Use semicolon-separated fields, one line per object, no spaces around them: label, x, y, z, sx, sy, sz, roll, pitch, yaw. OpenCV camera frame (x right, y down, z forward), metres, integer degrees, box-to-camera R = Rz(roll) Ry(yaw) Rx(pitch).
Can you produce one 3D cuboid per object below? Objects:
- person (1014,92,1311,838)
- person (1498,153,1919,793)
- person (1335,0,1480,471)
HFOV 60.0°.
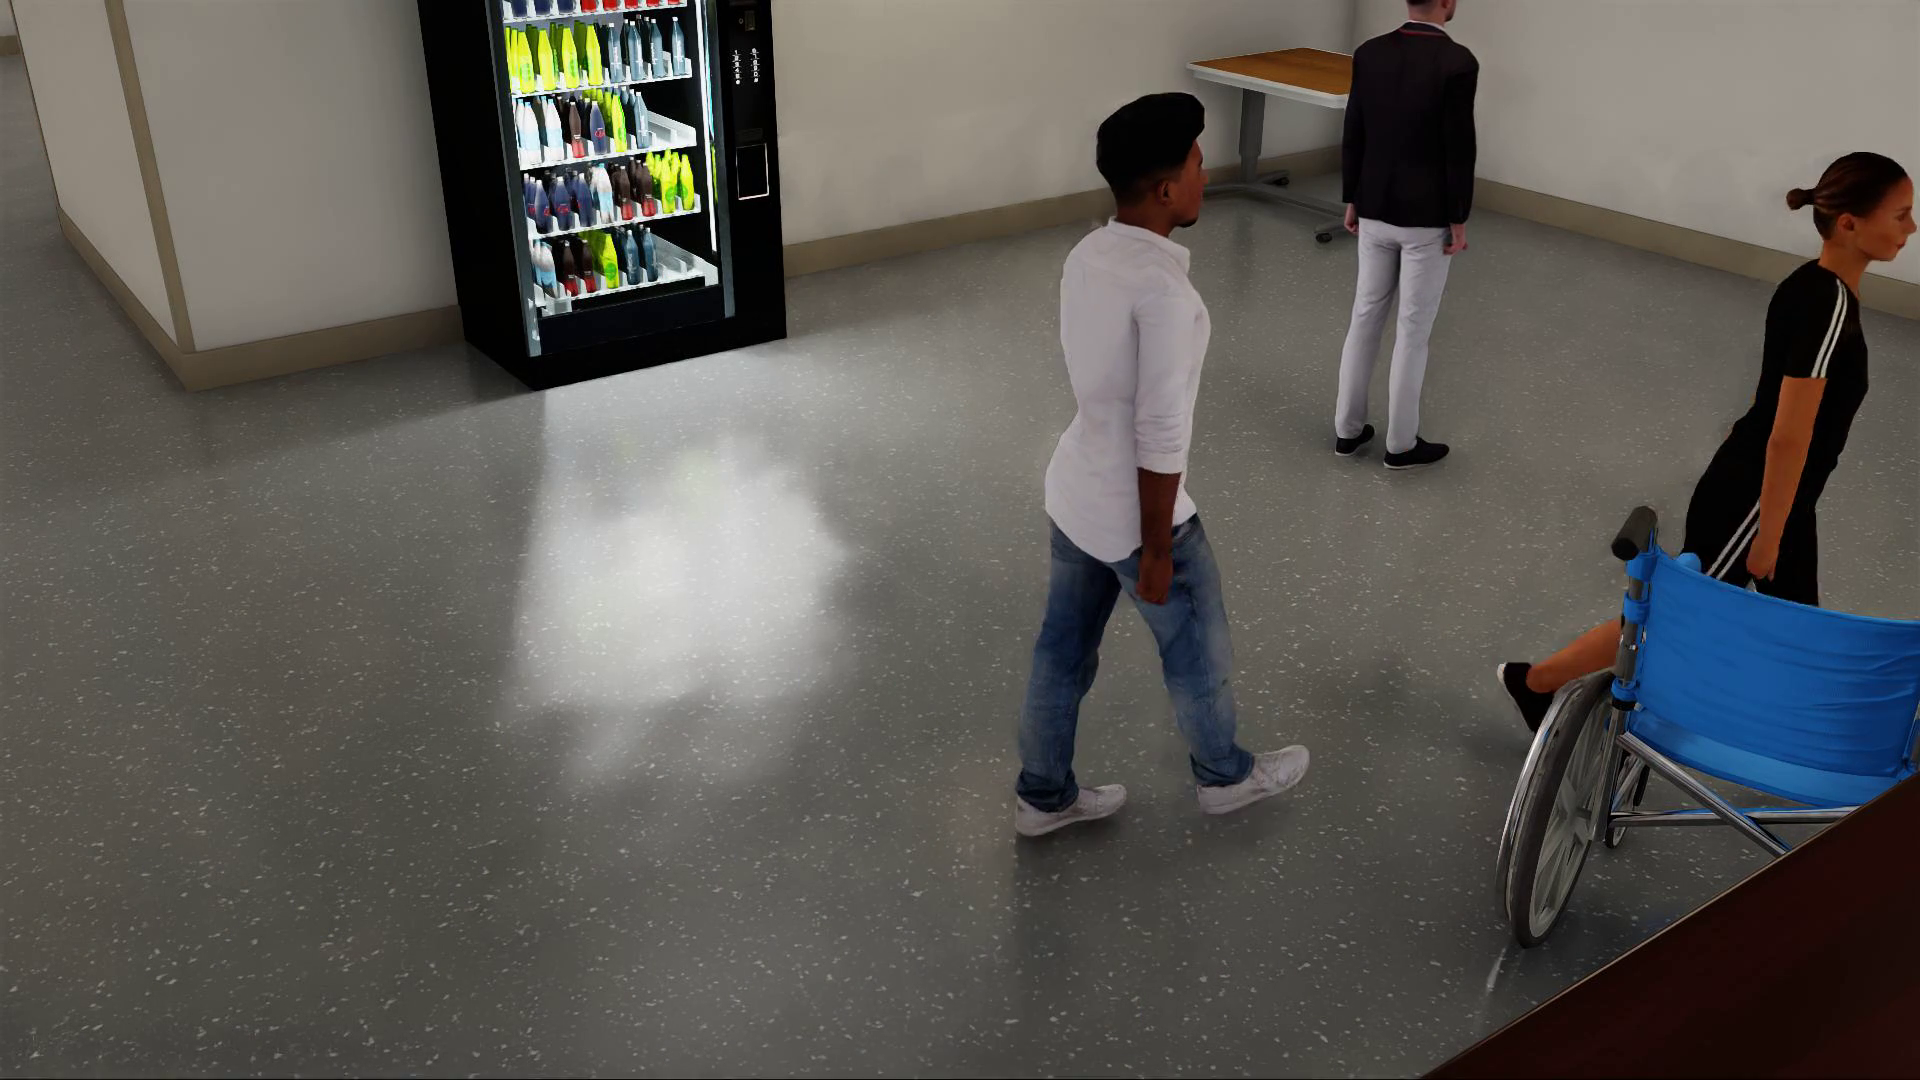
person;0.298;-0.081;3.786;1.026;1.793;0.765;-11;28;-22
person;1.839;-0.109;4.032;0.979;1.629;1.121;14;29;26
person;1.590;-1.162;5.969;0.598;1.844;0.687;-22;34;-38
